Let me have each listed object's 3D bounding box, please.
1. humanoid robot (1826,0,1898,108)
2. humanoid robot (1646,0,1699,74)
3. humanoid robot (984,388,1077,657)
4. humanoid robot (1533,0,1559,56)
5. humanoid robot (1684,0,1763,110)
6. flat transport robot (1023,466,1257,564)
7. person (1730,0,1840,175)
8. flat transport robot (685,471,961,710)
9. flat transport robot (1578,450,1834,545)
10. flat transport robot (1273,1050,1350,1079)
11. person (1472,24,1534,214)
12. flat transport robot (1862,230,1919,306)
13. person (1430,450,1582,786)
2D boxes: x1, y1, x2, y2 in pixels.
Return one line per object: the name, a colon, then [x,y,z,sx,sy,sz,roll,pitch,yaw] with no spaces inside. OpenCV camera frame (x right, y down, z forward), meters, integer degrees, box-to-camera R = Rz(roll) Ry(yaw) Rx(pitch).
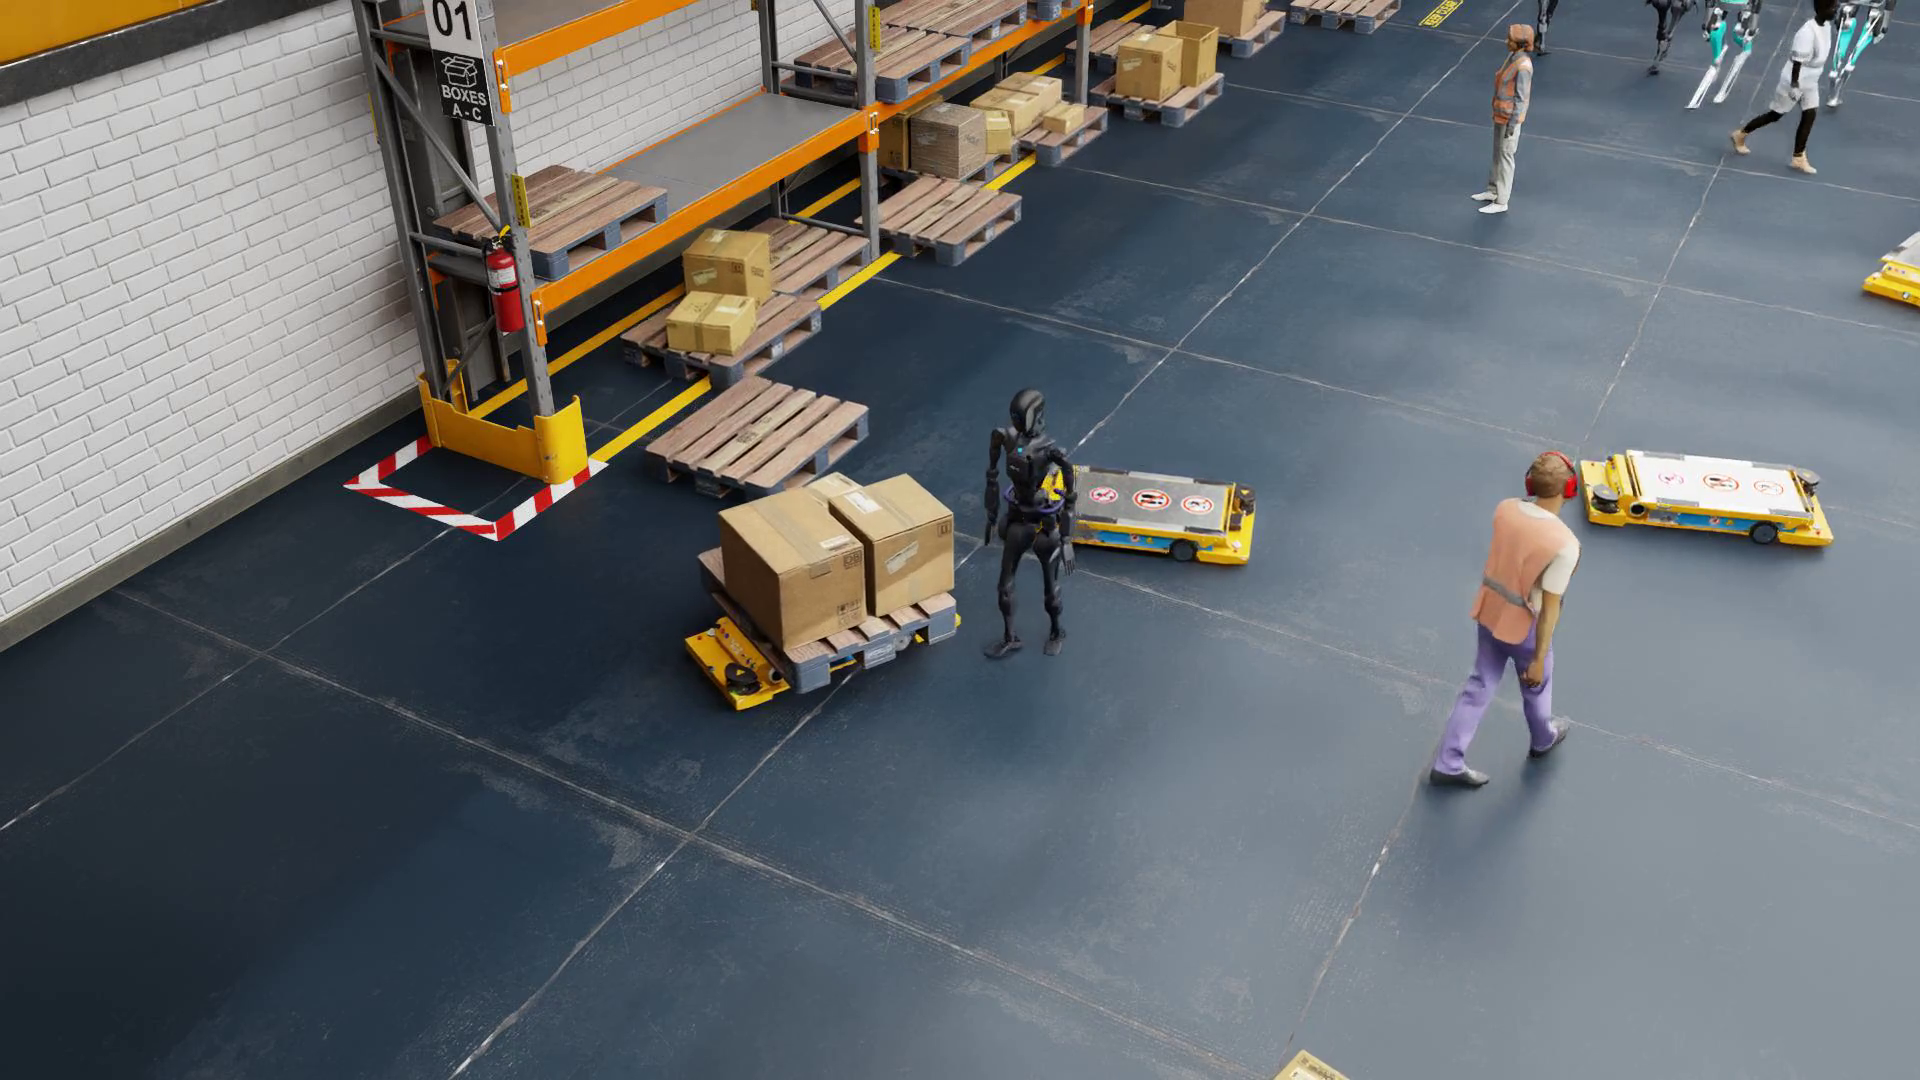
humanoid robot: [8.876,-5.081,16.525,0.841,1.797,0.550,-28,43,-35]
humanoid robot: [7.630,-5.850,17.775,0.585,1.627,0.813,25,41,33]
humanoid robot: [0.391,-0.071,8.983,0.600,1.644,0.487,21,39,28]
humanoid robot: [6.527,-6.133,18.173,0.608,1.633,0.717,-5,34,-8]
humanoid robot: [7.721,-5.156,16.618,0.538,1.771,0.911,24,40,32]
flat transport robot: [1.109,-0.165,10.398,1.431,0.231,0.659,7,34,10]
person: [7.672,-4.260,15.333,0.538,1.665,0.816,-24,40,-32]
flat transport robot: [-0.769,0.489,9.408,1.431,0.231,0.659,-20,38,-27]
flat transport robot: [4.720,-0.275,10.564,1.431,0.231,0.659,6,34,9]
flat transport robot: [1.387,2.830,5.867,0.659,0.231,1.431,27,42,35]
person: [4.749,-3.654,14.433,0.305,1.636,0.524,2,34,4]
flat transport robot: [7.964,-2.225,13.514,1.431,0.231,0.659,-28,43,-36]
person: [2.793,0.417,8.143,0.915,1.781,0.651,-14,36,-21]
